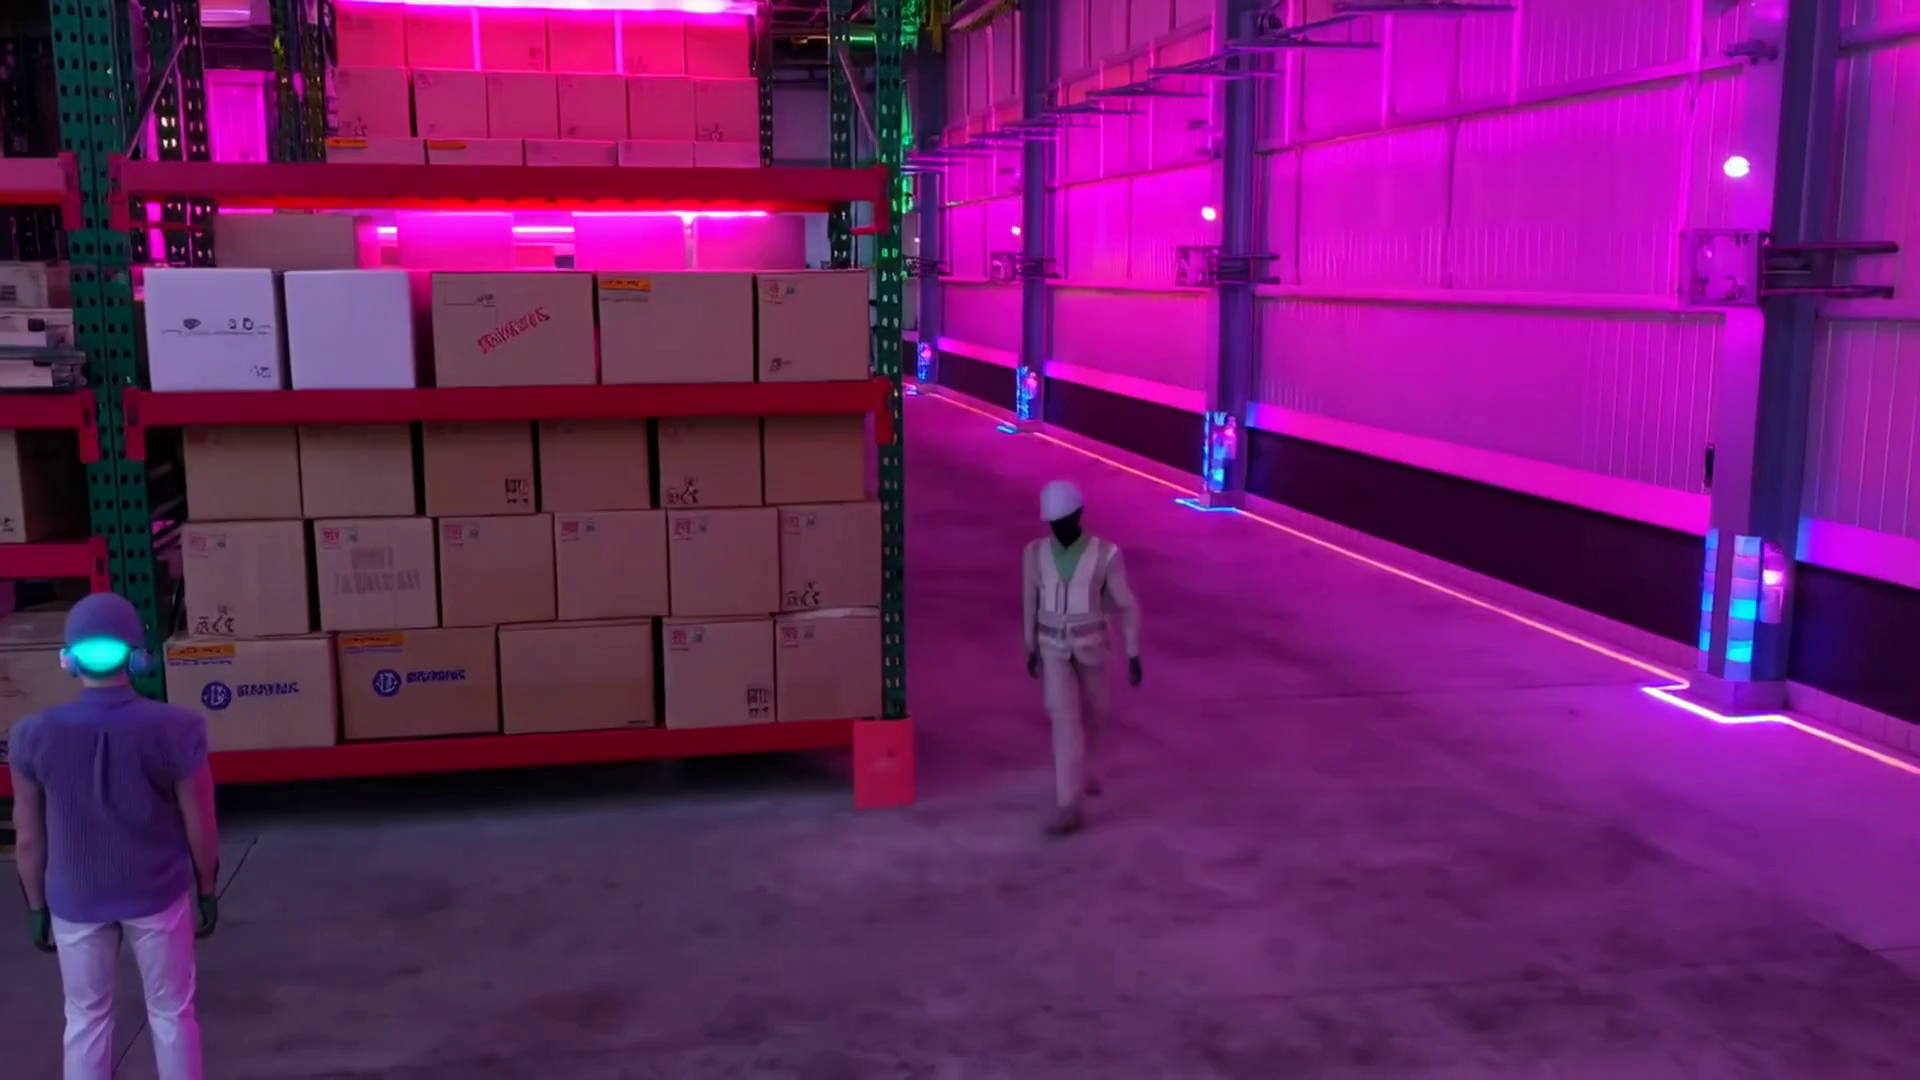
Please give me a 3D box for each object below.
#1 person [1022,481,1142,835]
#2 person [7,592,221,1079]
[{"bbox_3d":[0.681,0.599,9.243,0.689,1.888,1.017,3,10,15],"label":"person"},{"bbox_3d":[-2.765,1.156,5.497,0.611,1.985,0.413,-3,10,-17],"label":"person"}]
